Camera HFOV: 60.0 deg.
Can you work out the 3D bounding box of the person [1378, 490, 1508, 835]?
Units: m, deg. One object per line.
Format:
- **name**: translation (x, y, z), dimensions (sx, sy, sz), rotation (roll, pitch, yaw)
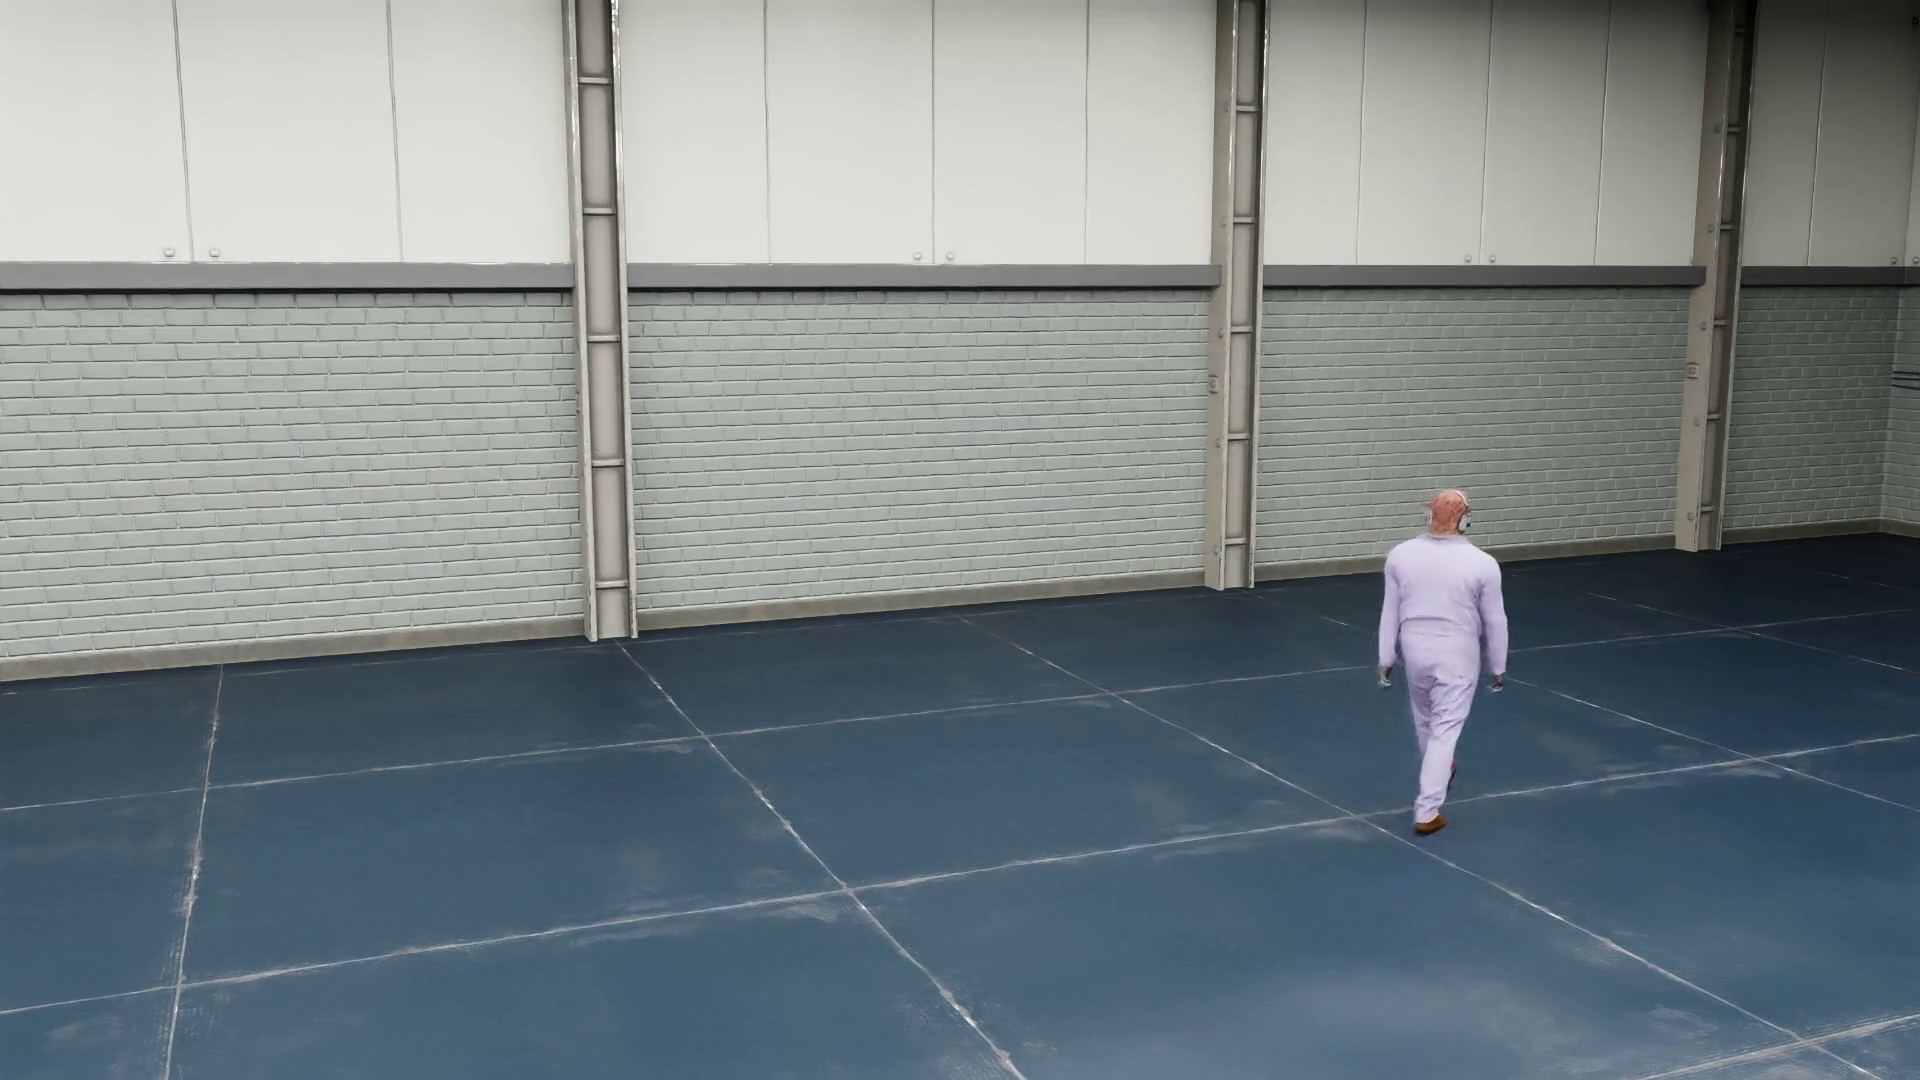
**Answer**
- **person**: translation (2.736, 0.642, 9.265), dimensions (0.656, 1.852, 0.990), rotation (7, 12, 39)
